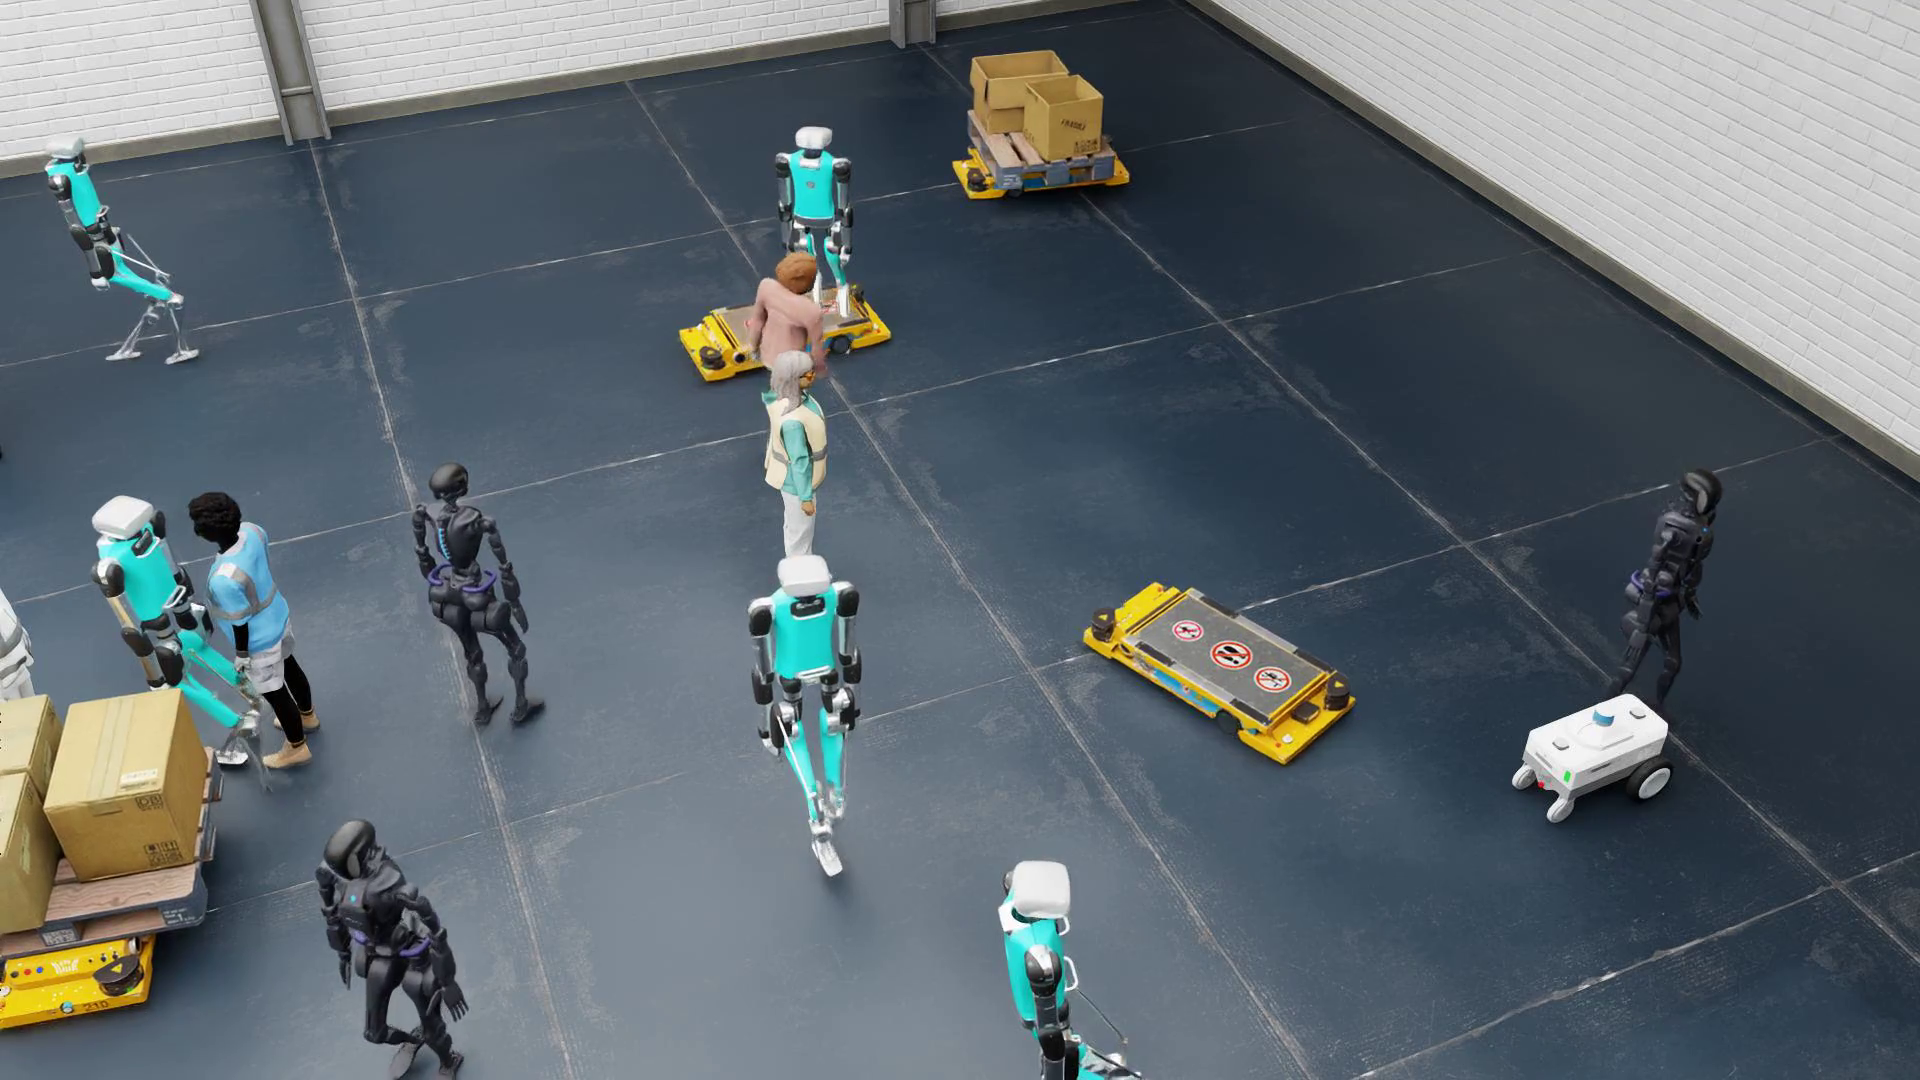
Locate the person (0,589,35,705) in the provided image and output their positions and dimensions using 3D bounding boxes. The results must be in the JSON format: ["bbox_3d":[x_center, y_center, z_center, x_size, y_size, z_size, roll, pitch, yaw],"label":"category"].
[{"bbox_3d":[-4.662,0.652,8.101,0.355,1.882,0.573,-11,39,-14],"label":"person"}]

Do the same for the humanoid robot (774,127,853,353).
[{"bbox_3d":[-0.981,-2.193,11.934,0.538,1.795,0.753,5,38,6],"label":"humanoid robot"}]

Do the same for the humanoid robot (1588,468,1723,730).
[{"bbox_3d":[3.689,0.364,8.639,0.588,1.647,0.471,-30,46,-33],"label":"humanoid robot"}]

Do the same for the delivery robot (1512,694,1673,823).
[{"bbox_3d":[3.296,1.092,8.625,0.794,0.603,0.499,-17,41,-20],"label":"delivery robot"}]

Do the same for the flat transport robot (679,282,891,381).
[{"bbox_3d":[-1.293,-1.550,12.291,1.431,0.231,0.659,-15,40,-19],"label":"flat transport robot"}]

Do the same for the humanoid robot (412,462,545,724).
[{"bbox_3d":[-2.582,0.283,8.751,0.601,1.654,0.325,11,39,14],"label":"humanoid robot"}]

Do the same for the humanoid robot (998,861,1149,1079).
[{"bbox_3d":[0.572,1.940,6.602,0.854,1.852,0.557,-6,38,-8],"label":"humanoid robot"}]

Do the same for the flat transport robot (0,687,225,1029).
[{"bbox_3d":[-4.223,1.688,8.077,0.659,0.231,1.431,-9,38,-11],"label":"flat transport robot"}]

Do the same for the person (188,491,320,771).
[{"bbox_3d":[-3.601,0.454,8.509,0.318,1.697,0.533,-3,38,-4],"label":"person"}]

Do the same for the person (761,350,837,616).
[{"bbox_3d":[-0.929,-0.328,9.518,0.366,1.709,0.463,-5,38,-6],"label":"person"}]

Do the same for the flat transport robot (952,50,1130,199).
[{"bbox_3d":[0.700,-3.258,14.515,1.431,0.231,0.659,-8,38,-11],"label":"flat transport robot"}]

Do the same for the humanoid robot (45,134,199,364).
[{"bbox_3d":[-5.825,-2.012,11.703,0.883,1.780,0.554,-7,38,-9],"label":"humanoid robot"}]

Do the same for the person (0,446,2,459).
[{"bbox_3d":[-6.640,-1.284,10.577,0.358,1.938,0.544,29,46,32],"label":"person"}]

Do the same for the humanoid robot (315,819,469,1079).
[{"bbox_3d":[-2.314,1.736,6.867,0.613,1.649,0.319,11,39,14],"label":"humanoid robot"}]

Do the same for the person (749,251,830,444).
[{"bbox_3d":[-1.074,-1.161,10.697,0.566,1.589,0.581,31,47,34],"label":"person"}]

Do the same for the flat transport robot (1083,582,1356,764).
[{"bbox_3d":[1.448,0.695,9.369,1.431,0.231,0.659,31,47,34],"label":"flat transport robot"}]

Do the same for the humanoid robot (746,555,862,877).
[{"bbox_3d":[-0.652,0.929,7.856,0.553,1.761,0.914,-14,40,-18],"label":"humanoid robot"}]

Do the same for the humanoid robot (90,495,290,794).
[{"bbox_3d":[-3.725,0.596,8.370,0.745,1.884,0.536,3,38,4],"label":"humanoid robot"}]
